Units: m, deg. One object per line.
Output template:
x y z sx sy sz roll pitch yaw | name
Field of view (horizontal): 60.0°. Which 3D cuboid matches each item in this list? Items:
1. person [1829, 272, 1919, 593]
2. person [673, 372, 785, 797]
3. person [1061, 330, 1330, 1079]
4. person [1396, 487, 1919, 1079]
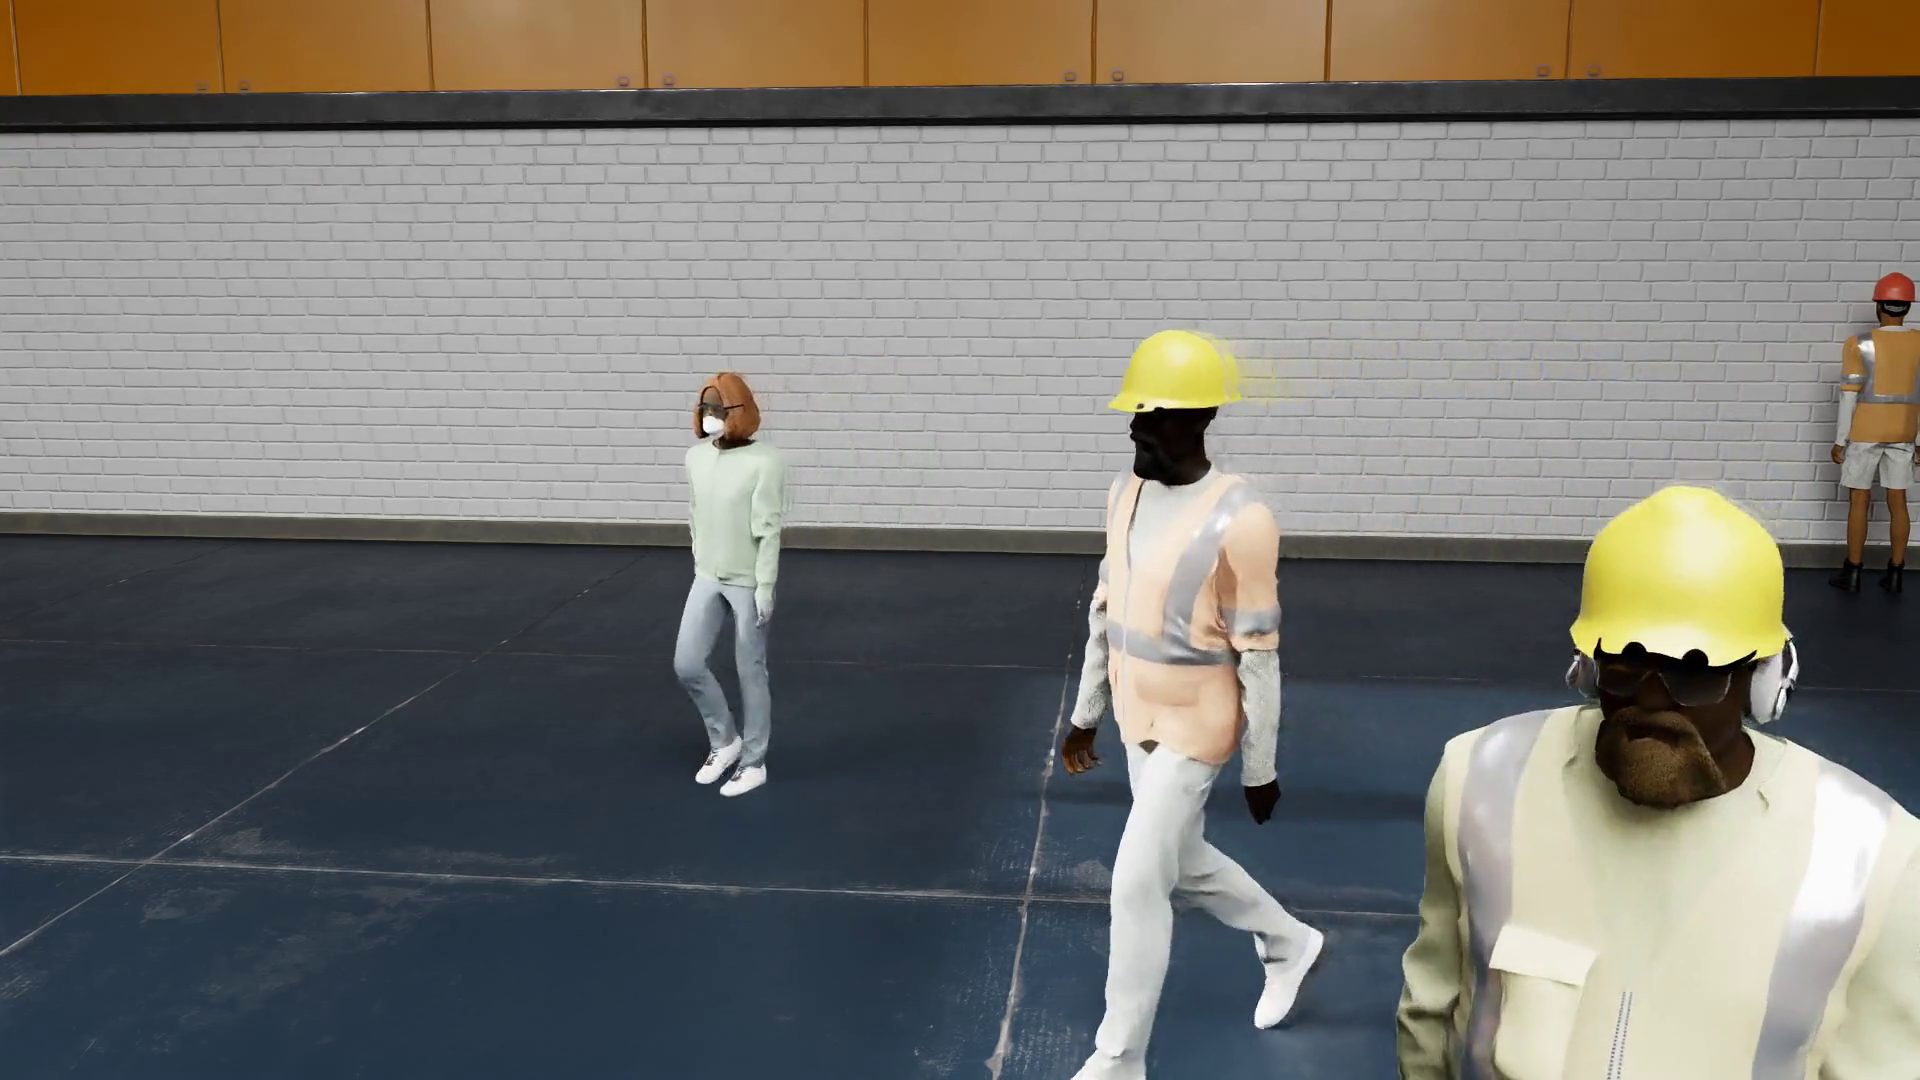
5.582 -0.644 10.090 0.552 1.936 0.358 1 10 8 | person
-0.864 0.179 6.284 0.503 1.619 0.368 6 11 30 | person
0.595 0.428 4.090 0.885 1.901 0.579 -4 11 -24 | person
0.759 0.846 1.914 0.627 1.807 0.705 6 12 30 | person
